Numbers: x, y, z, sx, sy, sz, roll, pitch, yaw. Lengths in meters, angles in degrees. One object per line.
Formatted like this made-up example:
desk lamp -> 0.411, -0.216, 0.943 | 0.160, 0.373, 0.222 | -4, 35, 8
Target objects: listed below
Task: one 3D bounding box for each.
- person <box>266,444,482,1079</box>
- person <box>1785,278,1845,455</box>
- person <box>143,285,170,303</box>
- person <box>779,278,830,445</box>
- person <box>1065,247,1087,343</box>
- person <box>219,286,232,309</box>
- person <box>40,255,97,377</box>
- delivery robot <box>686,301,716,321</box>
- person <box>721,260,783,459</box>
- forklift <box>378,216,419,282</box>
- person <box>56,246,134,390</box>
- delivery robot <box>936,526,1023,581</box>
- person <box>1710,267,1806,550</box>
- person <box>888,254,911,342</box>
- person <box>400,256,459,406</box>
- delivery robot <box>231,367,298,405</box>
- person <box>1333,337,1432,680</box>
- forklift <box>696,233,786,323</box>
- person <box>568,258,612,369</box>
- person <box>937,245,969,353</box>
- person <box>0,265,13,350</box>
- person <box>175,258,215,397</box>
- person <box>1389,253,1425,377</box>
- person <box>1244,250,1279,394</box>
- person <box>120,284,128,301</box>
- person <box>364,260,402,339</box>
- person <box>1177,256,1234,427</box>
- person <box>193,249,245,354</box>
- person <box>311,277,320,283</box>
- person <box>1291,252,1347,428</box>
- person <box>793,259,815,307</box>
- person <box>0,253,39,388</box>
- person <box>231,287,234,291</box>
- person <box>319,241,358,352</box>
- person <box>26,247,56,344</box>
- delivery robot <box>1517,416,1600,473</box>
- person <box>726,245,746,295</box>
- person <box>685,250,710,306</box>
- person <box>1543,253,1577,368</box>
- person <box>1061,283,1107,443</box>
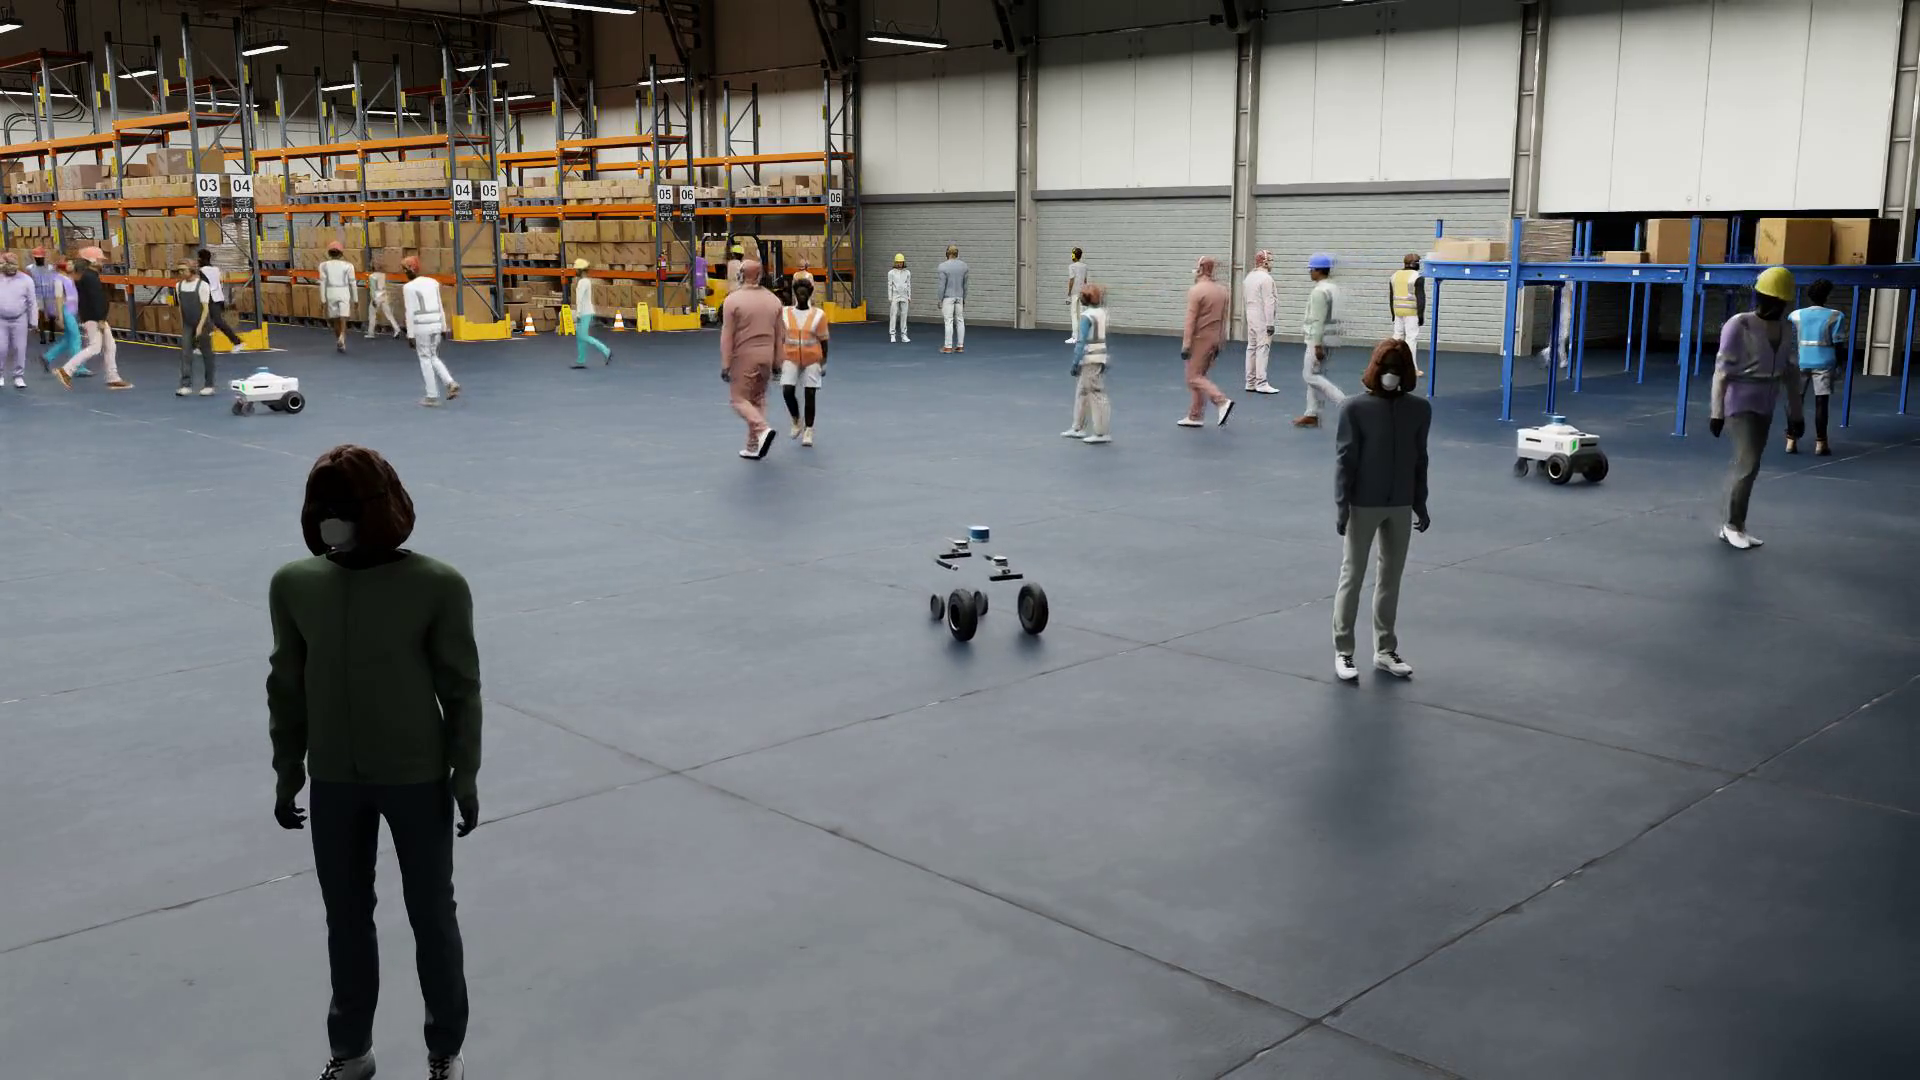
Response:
person -> -1.391, 0.580, 3.974 | 0.507, 1.632, 0.268 | 1, 10, 3
person -> 8.285, -1.688, 16.166 | 0.536, 1.696, 0.321 | 8, 13, 38
person -> -20.739, -6.656, 42.895 | 0.658, 1.826, 0.481 | -6, 12, -31
person -> -1.584, -1.797, 16.769 | 0.556, 1.683, 0.369 | 0, 10, 2
person -> 2.288, -4.821, 32.786 | 0.538, 1.869, 0.313 | -9, 14, -41
person -> -18.189, -6.339, 40.900 | 0.627, 1.935, 0.435 | -10, 14, -43
person -> -13.460, -3.366, 24.971 | 0.700, 1.826, 0.590 | -3, 11, -16
delivery robot -> -6.174, -5.436, 39.585 | 0.707, 0.478, 0.477 | 6, 12, 29
person -> -1.925, -1.678, 15.597 | 0.660, 1.885, 0.649 | -9, 14, -42
forklift -> -17.868, -9.201, 54.028 | 1.873, 2.768, 1.129 | -10, 14, -44
person -> -11.896, -3.023, 22.727 | 0.849, 1.967, 0.625 | -4, 11, -21
delivery robot -> 0.108, 0.043, 8.998 | 0.335, 0.223, 0.698 | -5, 11, -23
person -> 5.366, -0.880, 11.205 | 0.623, 1.894, 0.532 | -4, 11, -23
person -> -1.193, -4.812, 33.076 | 0.493, 1.743, 0.300 | -5, 11, -24
person -> -6.601, -2.592, 20.651 | 0.495, 1.856, 0.658 | 5, 12, 26
delivery robot -> -8.295, -1.817, 19.852 | 0.477, 0.478, 0.707 | 10, 14, 43
person -> 2.019, -0.149, 7.952 | 0.502, 1.631, 0.284 | -3, 11, -16
forklift -> -5.496, -6.489, 41.108 | 2.313, 2.155, 1.214 | -10, 14, -44
person -> -5.916, -3.603, 26.472 | 0.644, 1.745, 0.531 | -1, 10, -7
person -> -0.141, -4.348, 30.019 | 0.630, 1.940, 0.372 | -7, 12, -34
person -> -17.355, -4.324, 29.974 | 0.720, 1.920, 0.549 | 7, 12, 33
person -> -10.079, -2.774, 21.787 | 0.495, 1.799, 0.881 | 1, 10, 5
person -> 6.775, -3.401, 25.128 | 0.430, 1.840, 0.625 | -7, 12, -32
person -> 4.082, -2.943, 22.445 | 0.409, 1.908, 0.639 | -3, 11, -18
person -> -24.365, -7.689, 48.537 | 0.404, 1.822, 0.615 | 1, 10, 7
person -> -11.860, -4.926, 34.081 | 0.811, 1.604, 0.515 | 5, 11, 25
person -> 2.703, -2.161, 18.240 | 0.694, 1.884, 0.653 | 8, 13, 36
person -> -13.376, -4.277, 29.858 | 0.988, 1.878, 0.607 | 0, 10, -3
person -> -17.616, -7.174, 45.778 | 0.793, 1.820, 0.631 | 6, 12, 28
person -> 4.015, -2.191, 18.280 | 0.627, 1.930, 0.611 | 5, 11, 24
person -> -3.093, -4.740, 32.977 | 0.522, 1.636, 0.310 | 7, 12, 34
person -> -13.198, -3.055, 23.151 | 0.666, 1.870, 0.520 | -6, 12, -30
person -> -21.109, -7.739, 48.583 | 0.829, 1.919, 0.634 | -4, 11, -19
person -> -11.232, -4.388, 30.054 | 0.617, 2.013, 0.923 | -2, 11, -12
person -> -18.127, -4.849, 32.907 | 0.543, 1.894, 0.961 | -5, 11, -24
delivery robot -> 5.217, -0.838, 14.515 | 0.477, 0.478, 0.707 | -5, 11, -25
person -> -4.659, -5.297, 35.273 | 0.586, 1.903, 0.594 | -6, 12, -31
person -> -6.268, -6.071, 39.526 | 0.632, 1.895, 0.467 | -6, 12, -29
person -> 9.634, -3.680, 26.655 | 0.737, 1.846, 0.512 | -6, 12, -30
person -> 1.234, -1.805, 16.997 | 0.674, 1.614, 0.540 | 5, 11, 24
